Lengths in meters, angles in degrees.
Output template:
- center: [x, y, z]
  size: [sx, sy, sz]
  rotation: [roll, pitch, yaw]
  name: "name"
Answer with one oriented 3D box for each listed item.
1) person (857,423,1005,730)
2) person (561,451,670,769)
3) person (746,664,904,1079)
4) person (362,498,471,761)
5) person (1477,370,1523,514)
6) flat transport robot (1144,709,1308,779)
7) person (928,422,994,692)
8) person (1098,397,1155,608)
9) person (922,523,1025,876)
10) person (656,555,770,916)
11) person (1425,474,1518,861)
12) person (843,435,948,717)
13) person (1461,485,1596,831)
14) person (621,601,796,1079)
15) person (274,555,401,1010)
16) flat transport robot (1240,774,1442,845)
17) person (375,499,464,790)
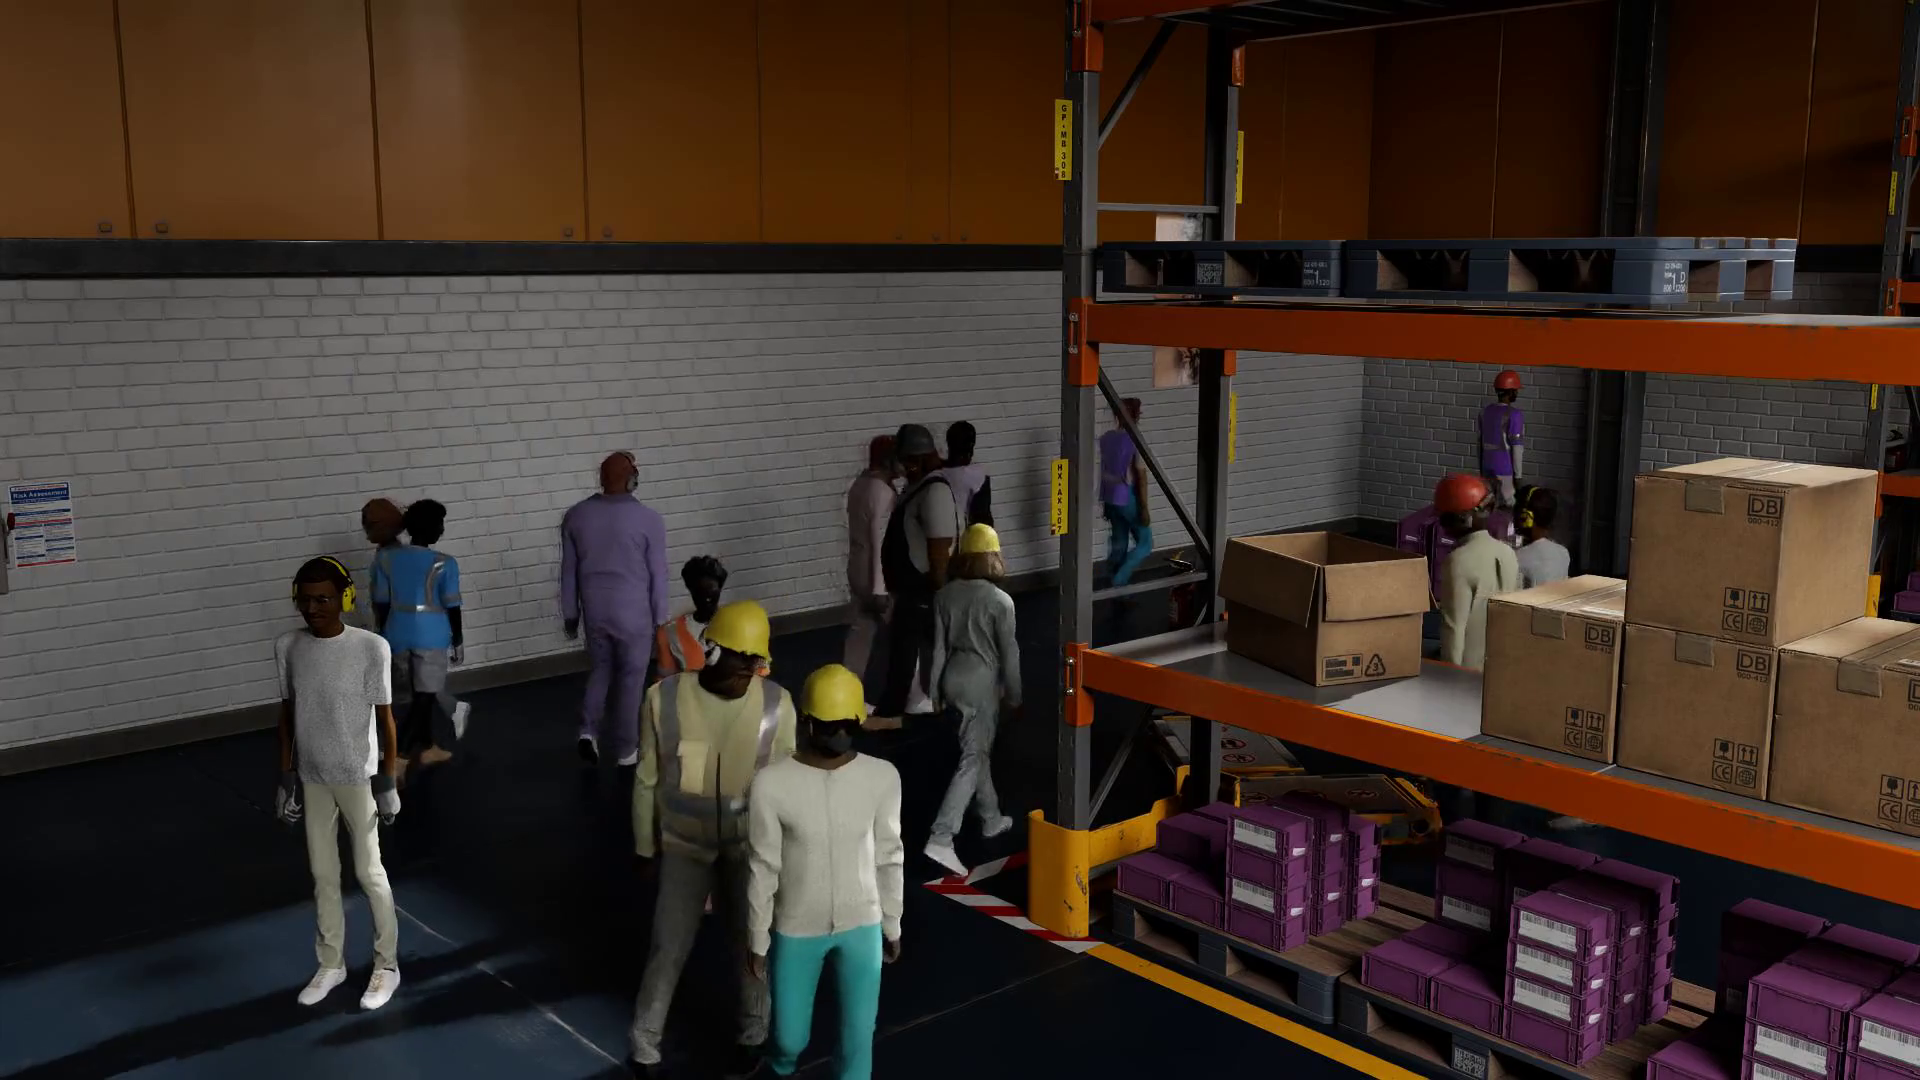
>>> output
- center: [-0.165, 0.204, 10.685]
  size: [0.977, 2.000, 0.700]
  rotation: [-1, 10, -7]
  name: "person"
- center: [-2.024, 0.423, 9.834]
  size: [0.654, 1.895, 0.431]
  rotation: [3, 10, 16]
  name: "person"
- center: [-0.446, 1.236, 5.453]
  size: [0.534, 1.745, 0.641]
  rotation: [-3, 10, -18]
  name: "person"
- center: [-3.348, 0.533, 10.005]
  size: [0.668, 1.607, 0.519]
  rotation: [-3, 10, -19]
  name: "person"
- center: [5.270, -0.684, 16.184]
  size: [0.369, 1.939, 0.542]
  rotation: [-5, 11, -25]
  name: "person"
- center: [1.528, 1.256, 9.702]
  size: [0.652, 0.197, 1.431]
  rotation: [-1, 10, -5]
  name: "flat transport robot"
- center: [0.015, 0.092, 11.824]
  size: [0.597, 1.868, 0.969]
  rotation: [6, 11, 32]
  name: "person"
- center: [1.422, -0.309, 14.272]
  size: [0.436, 1.835, 0.589]
  rotation: [-7, 12, -35]
  name: "person"
- center: [0.025, 0.774, 8.383]
  size: [0.506, 1.695, 0.873]
  rotation: [8, 12, 39]
  name: "person"
- center: [-1.180, 0.861, 7.975]
  size: [0.528, 1.652, 0.881]
  rotation: [-2, 10, -10]
  name: "person"
- center: [2.531, 0.654, 8.271]
  size: [0.650, 1.967, 0.466]
  rotation: [-7, 12, -36]
  name: "person"
- center: [-0.431, 0.245, 10.923]
  size: [0.838, 1.871, 0.670]
  rotation: [-4, 10, -21]
  name: "person"
- center: [3.066, 0.617, 8.928]
  size: [0.514, 1.827, 0.965]
  rotation: [-9, 13, -43]
  name: "person"
- center: [-0.913, 1.113, 6.131]
  size: [0.655, 1.800, 0.403]
  rotation: [-2, 10, -11]
  name: "person"
- center: [-2.518, 0.975, 6.717]
  size: [0.519, 1.862, 0.319]
  rotation: [2, 10, 11]
  name: "person"
- center: [1.888, 1.425, 8.708]
  size: [1.431, 0.197, 0.652]
  rotation: [-1, 10, -5]
  name: "flat transport robot"
- center: [-3.139, 0.593, 9.563]
  size: [0.552, 1.659, 0.816]
  rotation: [3, 10, 16]
  name: "person"
